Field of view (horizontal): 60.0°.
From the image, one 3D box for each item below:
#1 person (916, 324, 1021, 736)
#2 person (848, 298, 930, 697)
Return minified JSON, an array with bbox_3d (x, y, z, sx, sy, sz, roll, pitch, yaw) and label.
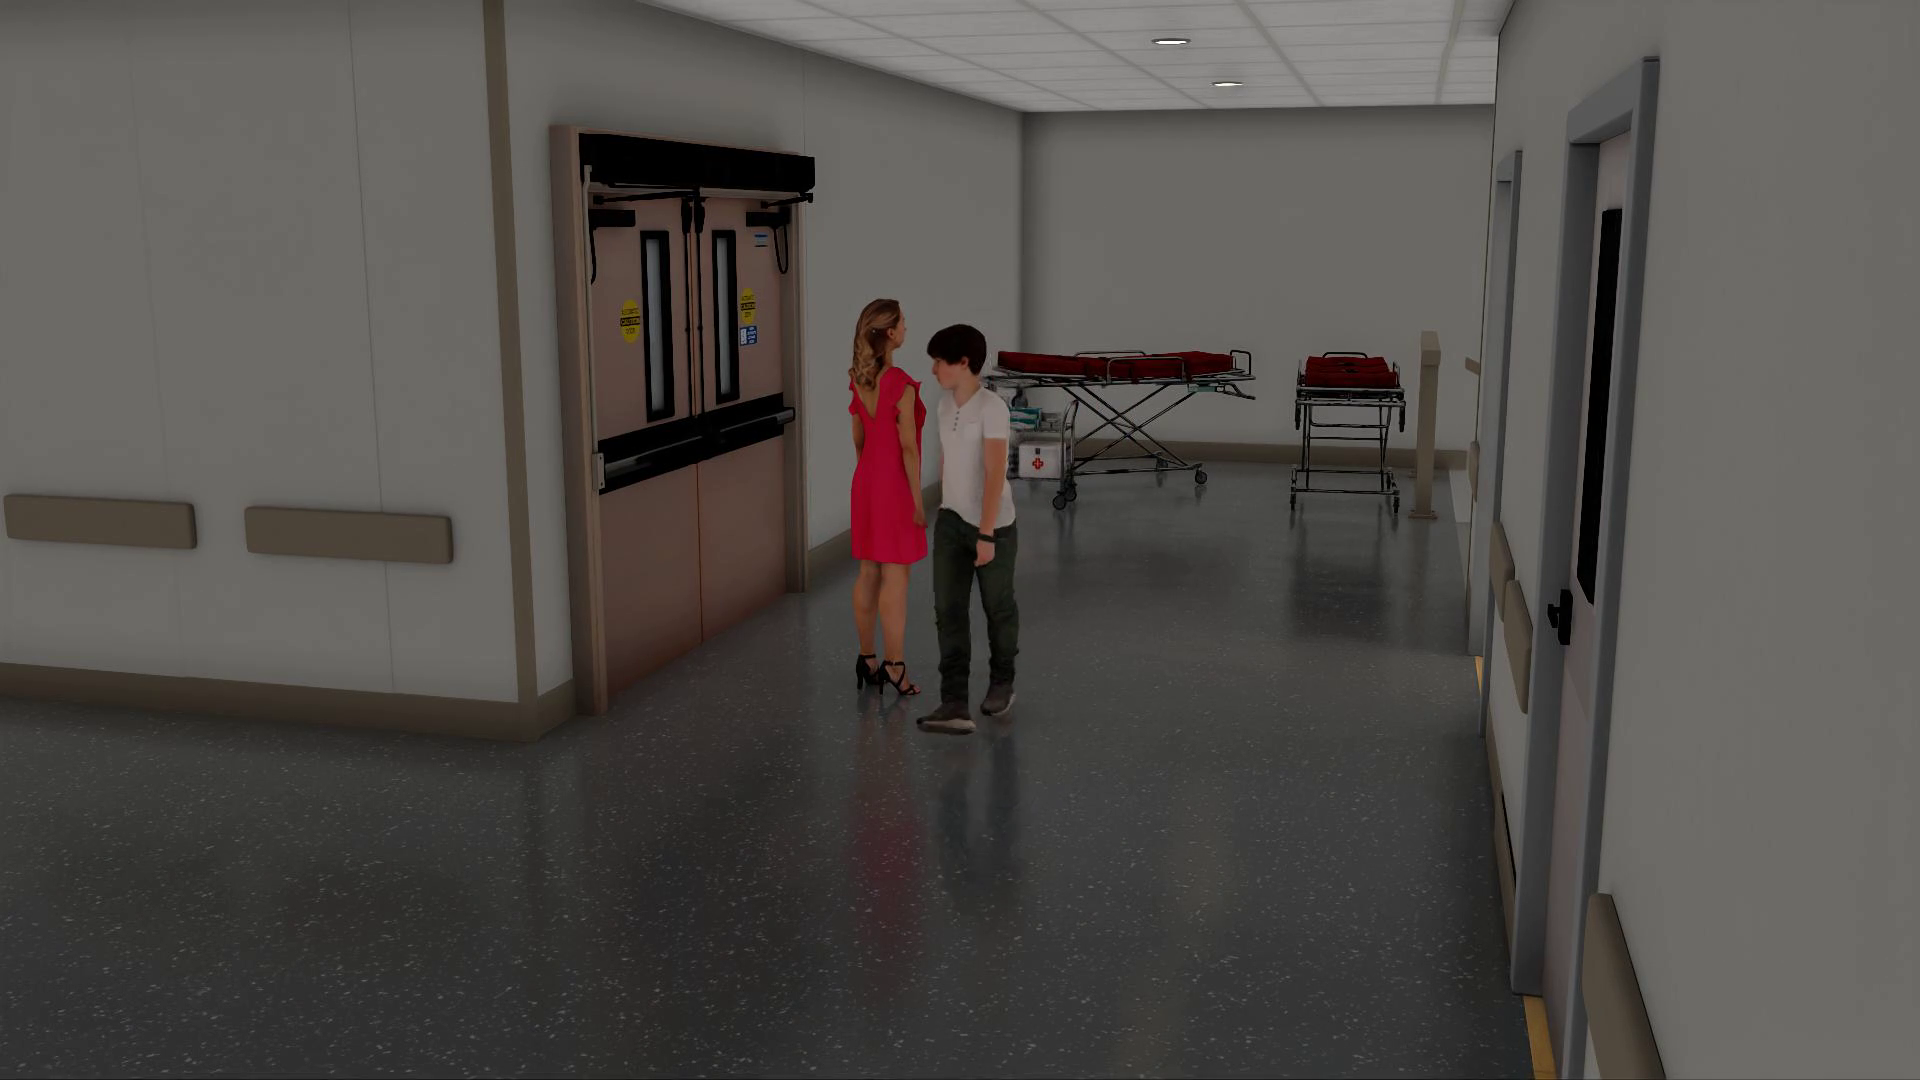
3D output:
[{"bbox_3d":[0.109,-0.038,6.748,0.793,1.612,1.075,7,13,34],"label":"person"},{"bbox_3d":[-0.332,-0.192,7.246,0.701,1.729,0.662,-9,14,-38],"label":"person"}]
